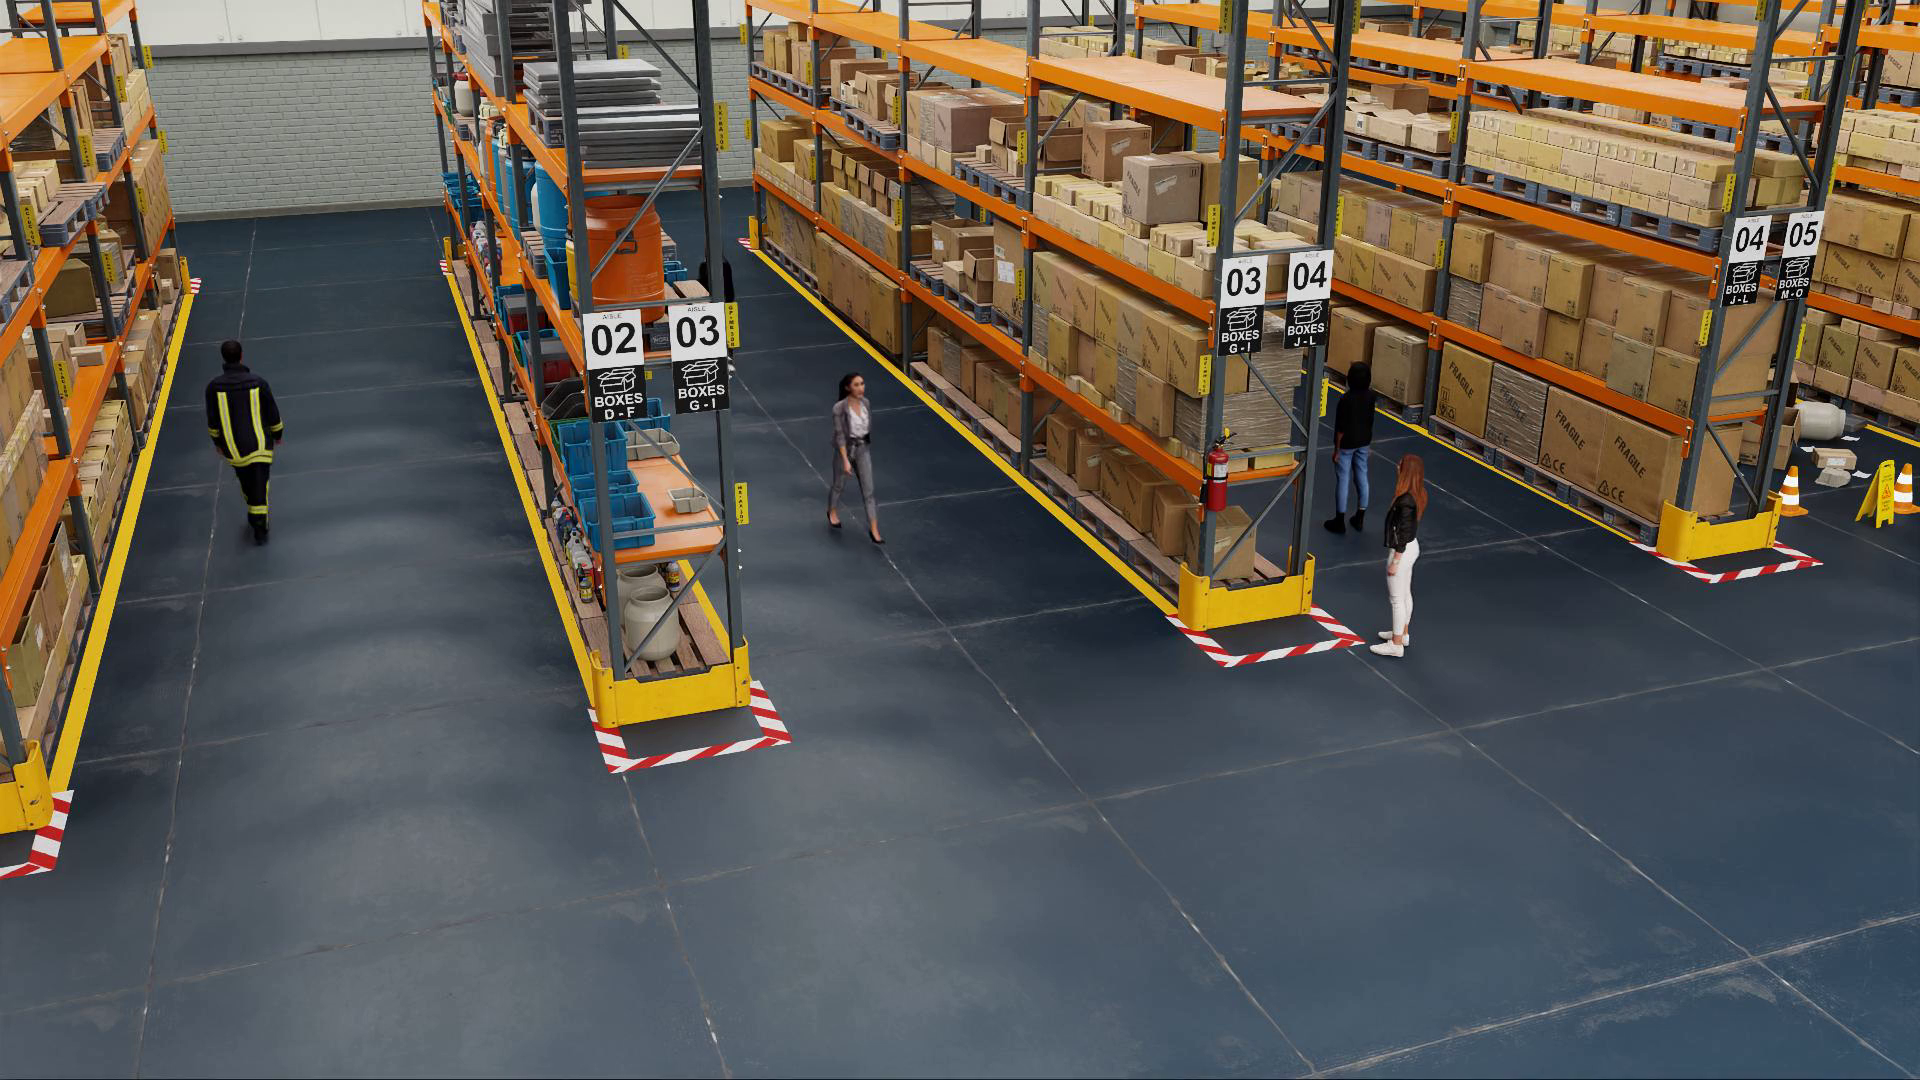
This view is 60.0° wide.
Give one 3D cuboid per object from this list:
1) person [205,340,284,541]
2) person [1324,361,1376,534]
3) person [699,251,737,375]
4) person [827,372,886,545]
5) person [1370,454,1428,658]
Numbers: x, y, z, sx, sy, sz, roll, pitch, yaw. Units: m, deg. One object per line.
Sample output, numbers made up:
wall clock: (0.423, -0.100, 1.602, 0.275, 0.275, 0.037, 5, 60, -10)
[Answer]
person: (-6.776, -0.914, 15.809, 0.858, 1.873, 1.189, -6, 23, -14)
person: (3.776, -0.895, 15.988, 0.567, 1.701, 0.526, -8, 23, -18)
person: (-3.099, -2.950, 21.076, 0.678, 1.653, 1.047, -5, 23, -13)
person: (-1.089, -0.784, 15.817, 0.821, 1.625, 1.181, -16, 27, -34)
person: (3.599, 0.112, 13.523, 0.727, 1.703, 0.680, 11, 25, 26)
